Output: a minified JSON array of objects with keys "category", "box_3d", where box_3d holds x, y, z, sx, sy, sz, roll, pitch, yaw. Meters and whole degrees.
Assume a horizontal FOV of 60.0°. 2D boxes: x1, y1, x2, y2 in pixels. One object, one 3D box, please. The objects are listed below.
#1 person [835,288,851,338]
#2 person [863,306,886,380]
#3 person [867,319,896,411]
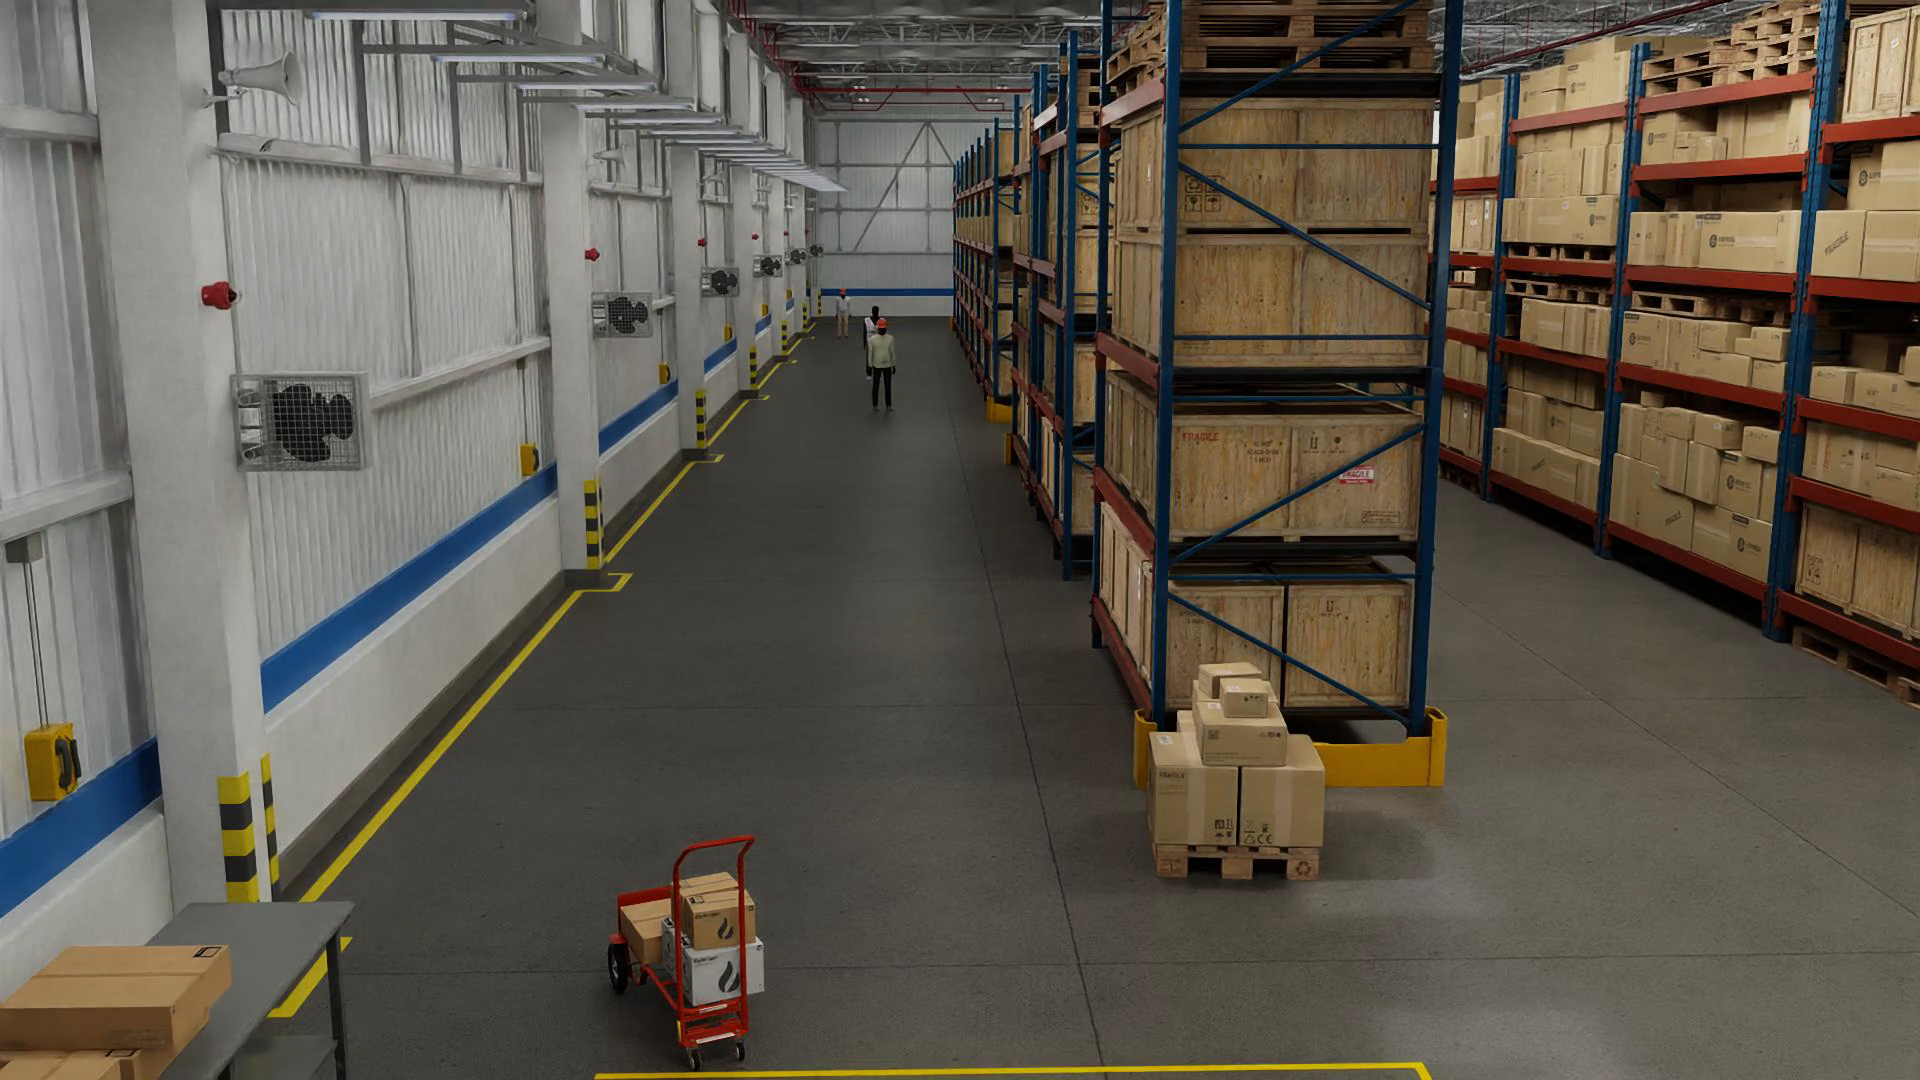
[{"category":"person","box_3d":[-4.062,-7.878,57.799,0.561,1.743,0.335,-2,11,-8]},{"category":"person","box_3d":[-2.198,-5.069,42.769,0.600,1.907,0.397,-2,11,-13]},{"category":"person","box_3d":[-1.676,-3.753,35.718,0.617,1.986,0.409,-3,11,-16]}]
